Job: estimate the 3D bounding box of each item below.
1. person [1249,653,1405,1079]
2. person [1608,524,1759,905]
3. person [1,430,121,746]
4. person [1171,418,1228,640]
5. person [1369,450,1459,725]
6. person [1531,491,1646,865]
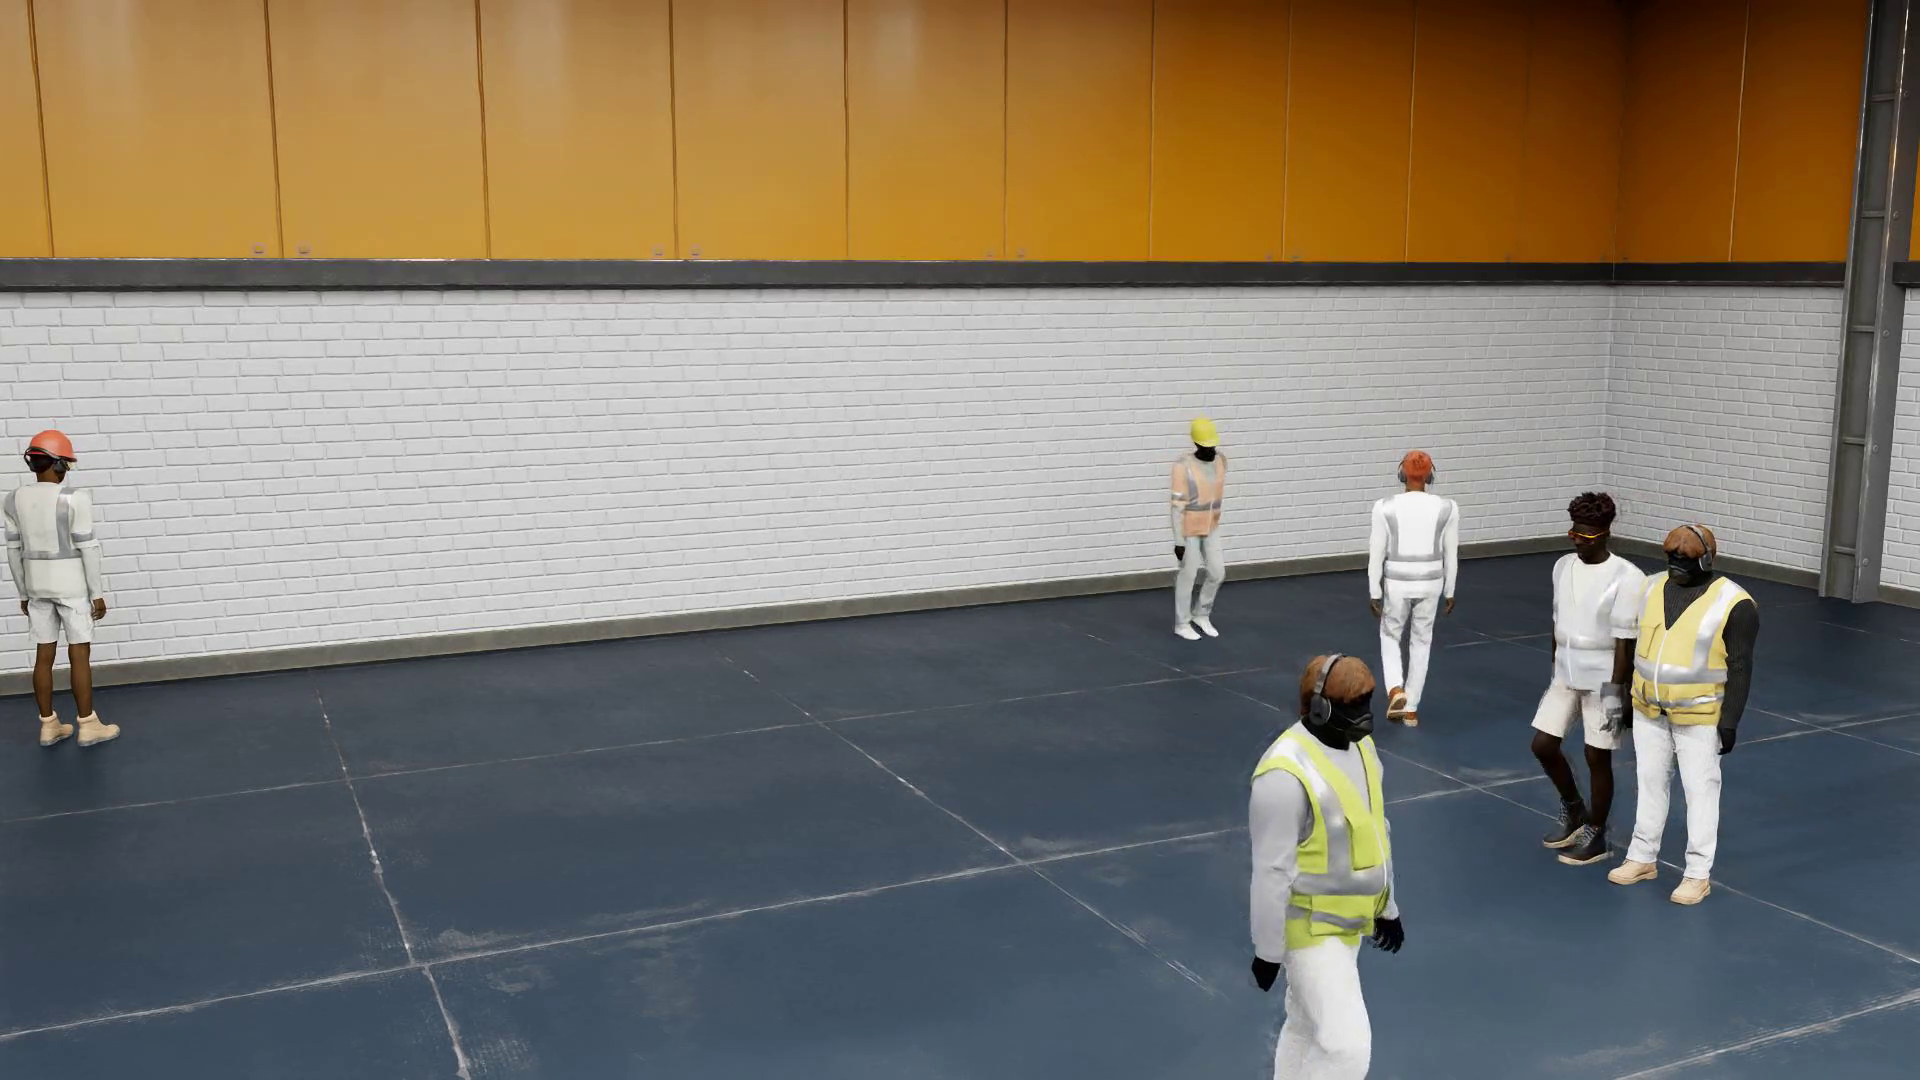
[{"bbox_3d":[1.260,1.267,5.403,0.633,1.824,0.629,6,11,34],"label":"person"},{"bbox_3d":[3.485,0.830,8.060,0.429,1.837,0.621,-6,11,-34],"label":"person"},{"bbox_3d":[-5.758,0.312,10.652,0.606,2.037,0.382,1,9,7],"label":"person"},{"bbox_3d":[1.956,-0.078,13.579,0.627,1.867,0.614,-6,11,-32],"label":"person"},{"bbox_3d":[3.004,0.335,11.026,0.580,1.868,0.511,1,9,9],"label":"person"},{"bbox_3d":[3.195,0.712,8.481,0.423,1.938,0.605,-5,10,-28],"label":"person"}]
